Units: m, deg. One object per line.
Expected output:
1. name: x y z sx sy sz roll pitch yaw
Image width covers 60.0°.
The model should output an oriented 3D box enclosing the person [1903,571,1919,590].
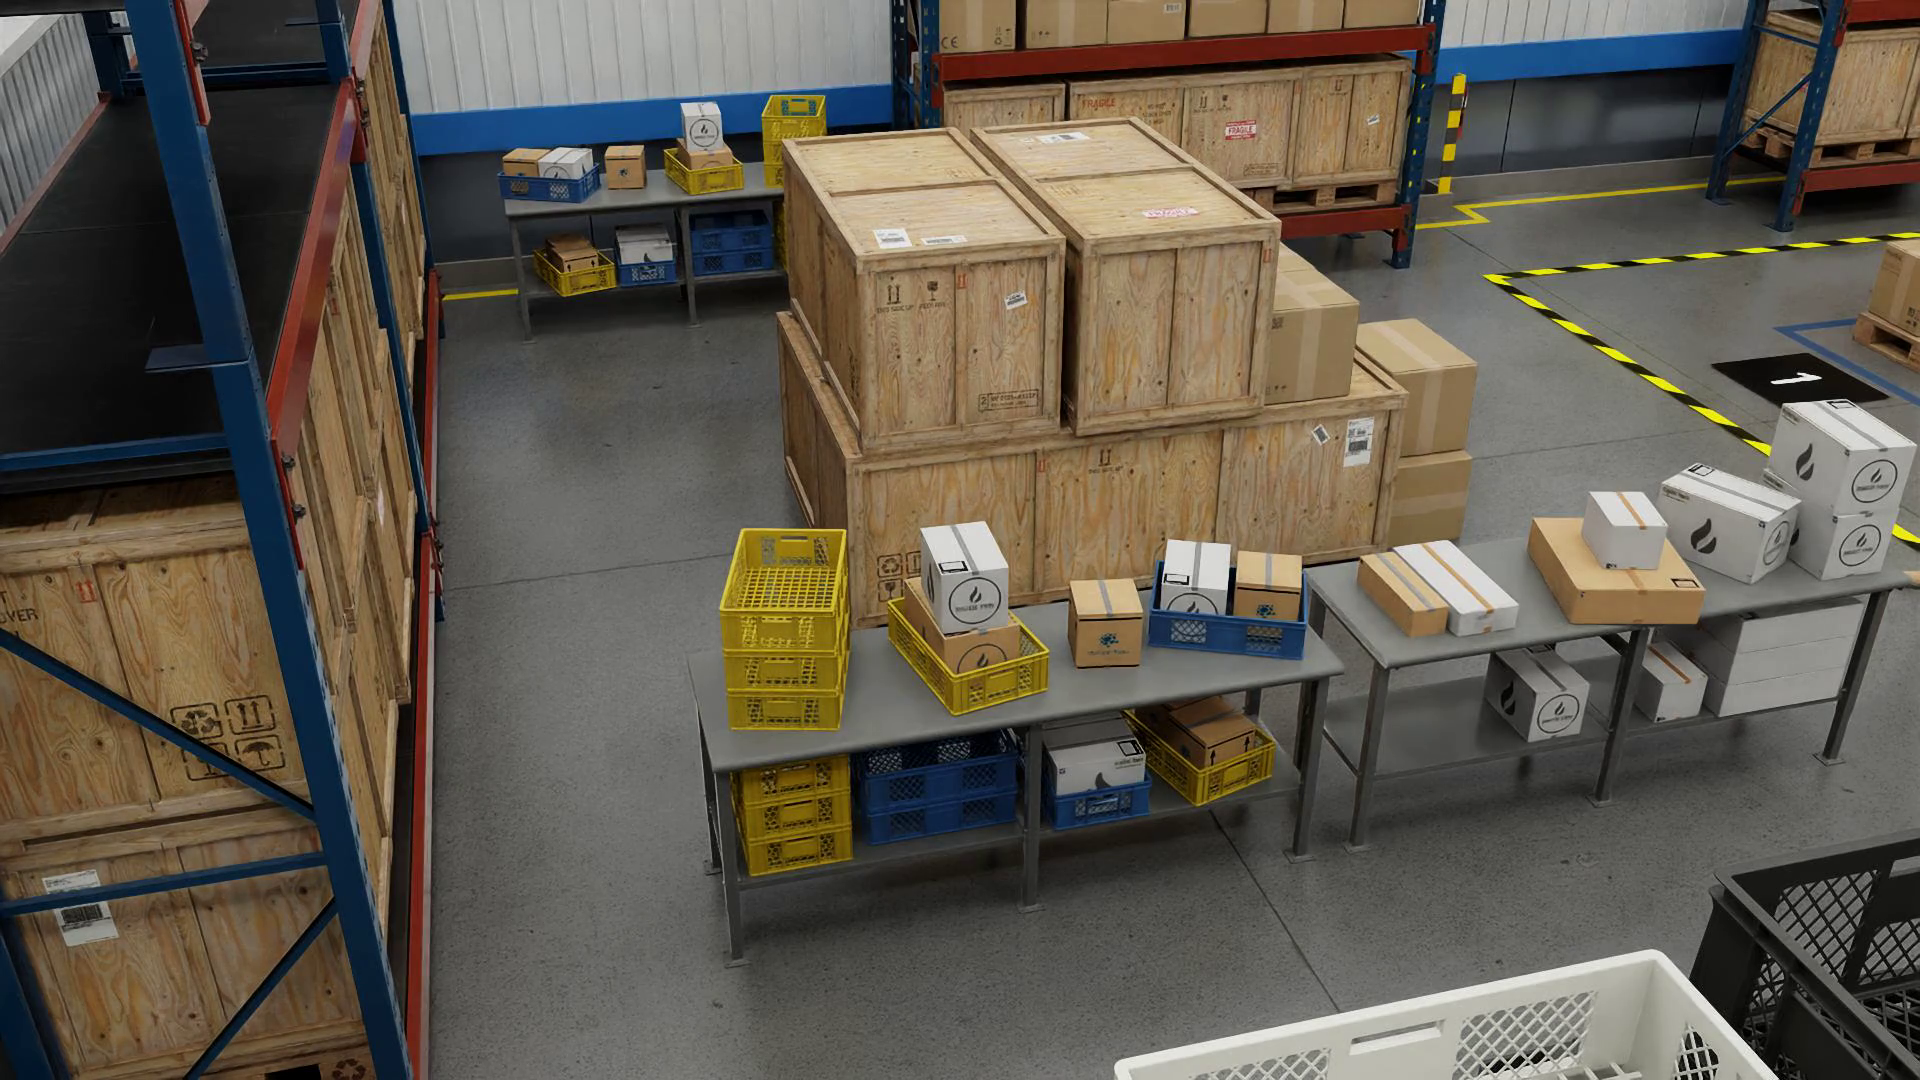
1. person: 5.207 -0.559 8.292 0.366 2.048 0.606 0 29 0
